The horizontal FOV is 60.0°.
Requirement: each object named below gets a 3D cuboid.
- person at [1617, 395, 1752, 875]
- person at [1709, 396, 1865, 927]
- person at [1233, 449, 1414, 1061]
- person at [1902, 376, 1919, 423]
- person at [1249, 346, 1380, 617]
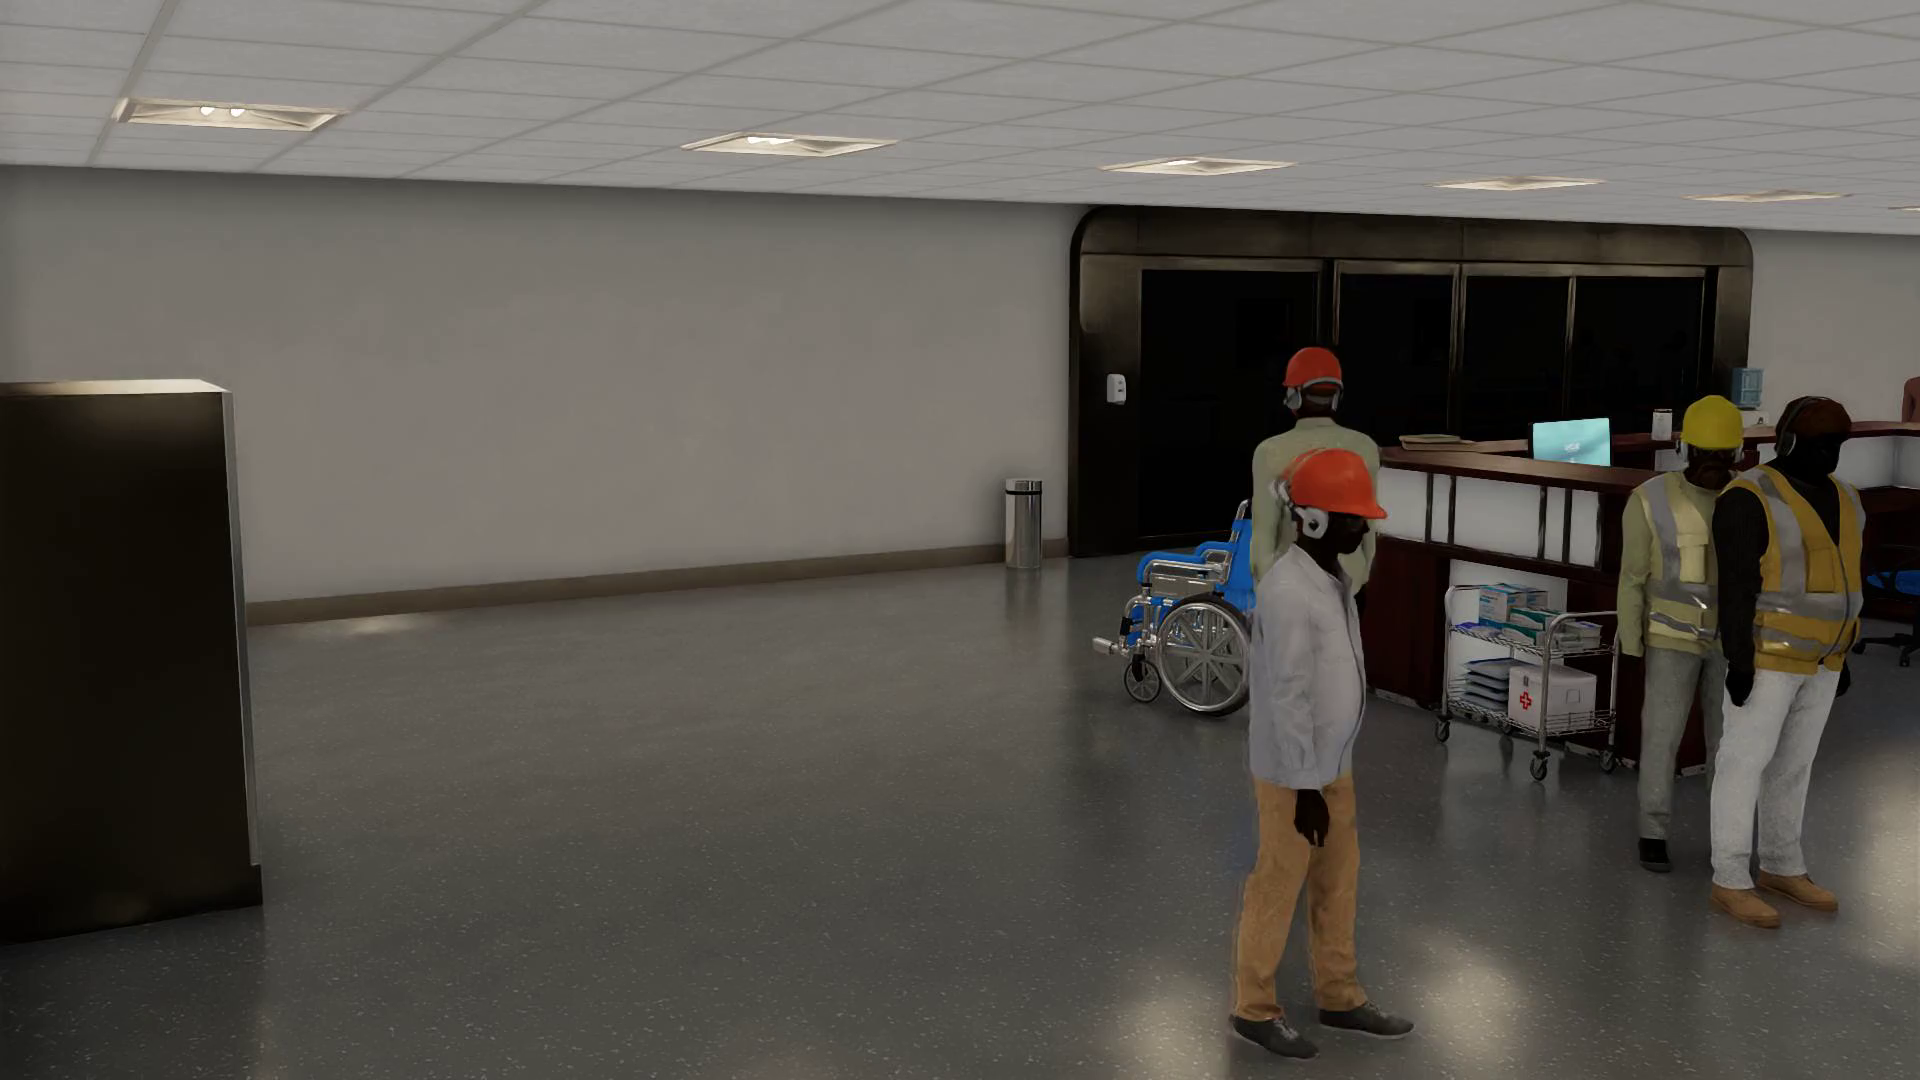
[{"bbox_3d":[2.791,0.362,6.273,0.600,1.821,0.406,1,8,7],"label":"person"},{"bbox_3d":[2.909,0.414,5.831,0.624,1.837,0.430,-4,9,-26],"label":"person"},{"bbox_3d":[1.071,0.616,4.714,0.553,1.737,0.601,5,9,30],"label":"person"},{"bbox_3d":[9.955,-1.108,17.090,0.316,1.769,0.525,-6,10,-39],"label":"person"},{"bbox_3d":[1.508,0.174,7.030,0.621,1.977,0.534,-2,8,-15],"label":"person"}]
